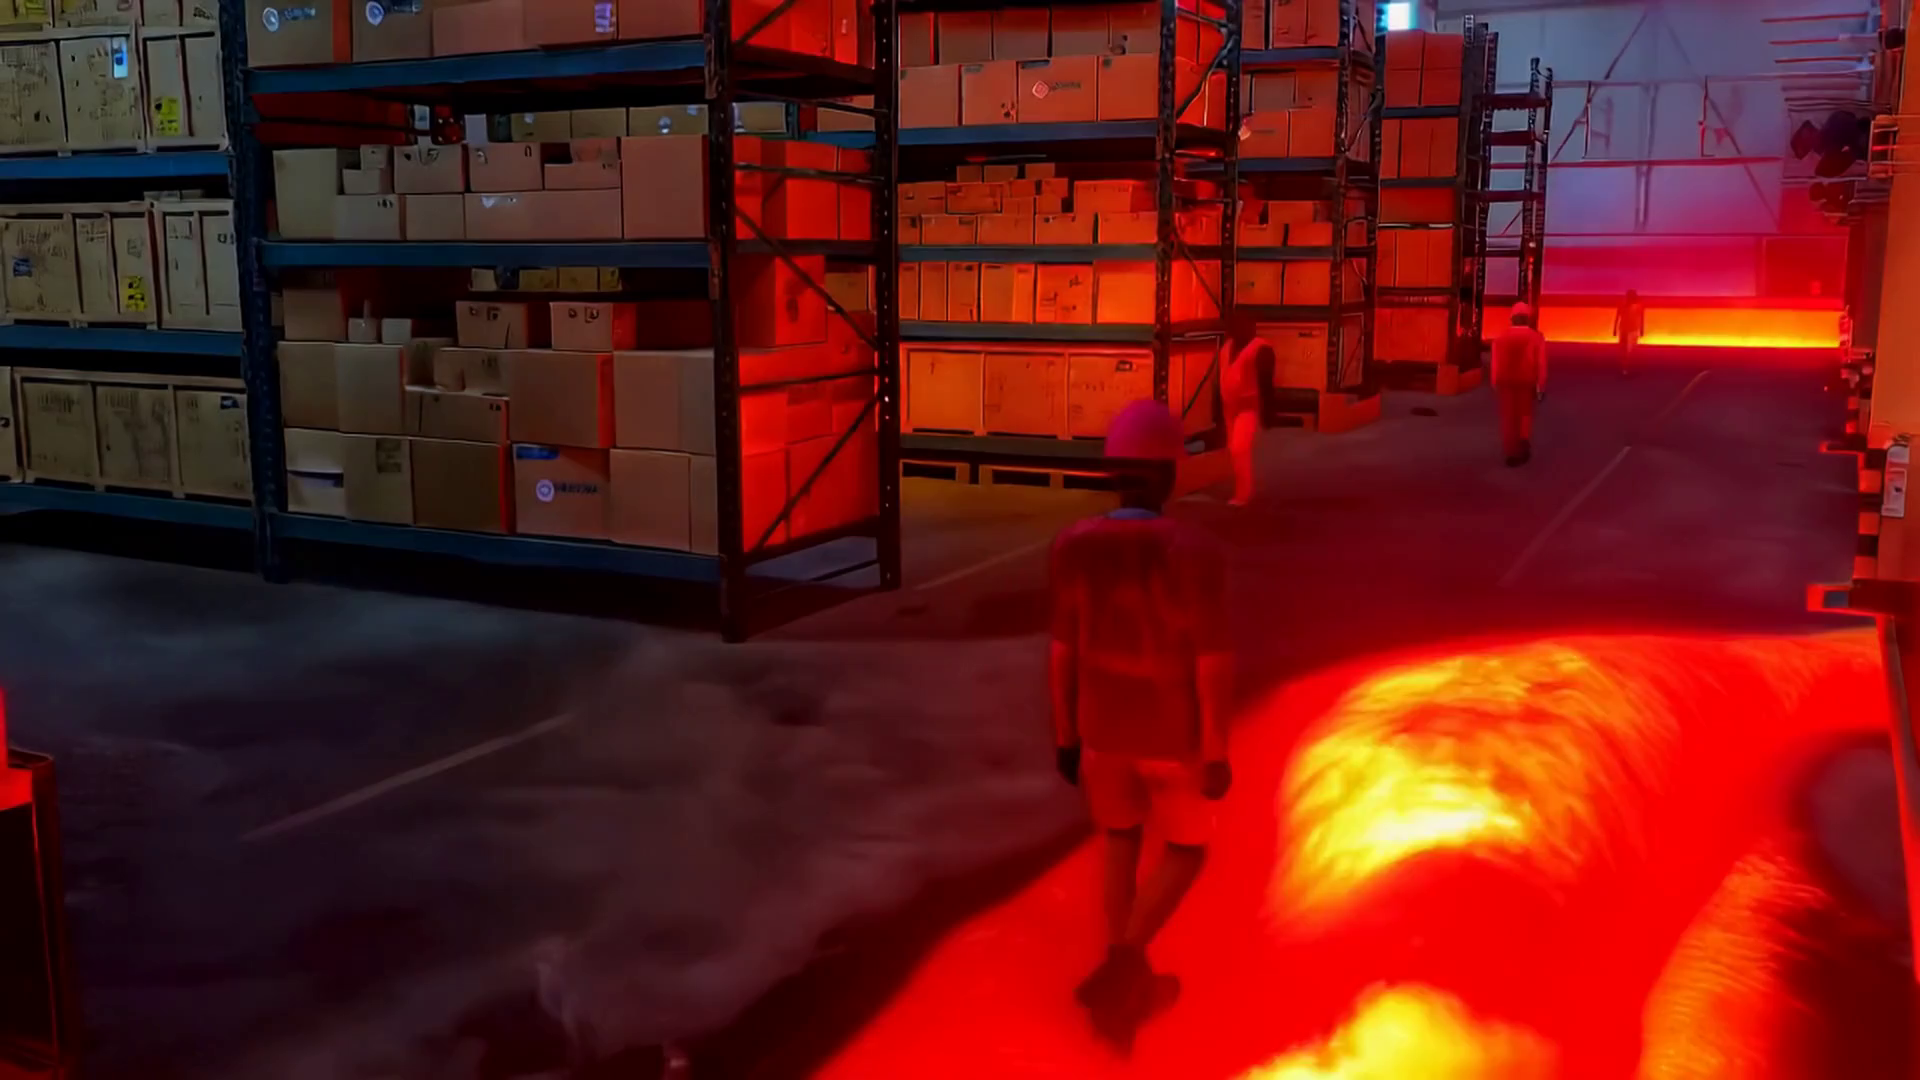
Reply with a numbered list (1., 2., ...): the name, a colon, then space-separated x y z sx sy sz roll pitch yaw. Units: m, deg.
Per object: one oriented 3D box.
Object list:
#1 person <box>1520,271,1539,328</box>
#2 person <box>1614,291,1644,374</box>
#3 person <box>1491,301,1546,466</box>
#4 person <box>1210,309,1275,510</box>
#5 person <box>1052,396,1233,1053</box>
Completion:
1. person: 13.058 -5.207 38.137 0.543 1.933 0.364 -5 11 -27
2. person: 13.064 -4.066 32.473 0.525 1.604 0.800 7 12 34
3. person: 6.097 -1.700 18.196 0.587 1.809 0.434 4 10 19
4. person: 2.515 -1.174 15.108 0.570 1.821 0.656 -6 11 -30
5. person: 0.502 0.548 4.835 0.558 1.925 0.629 7 12 33
